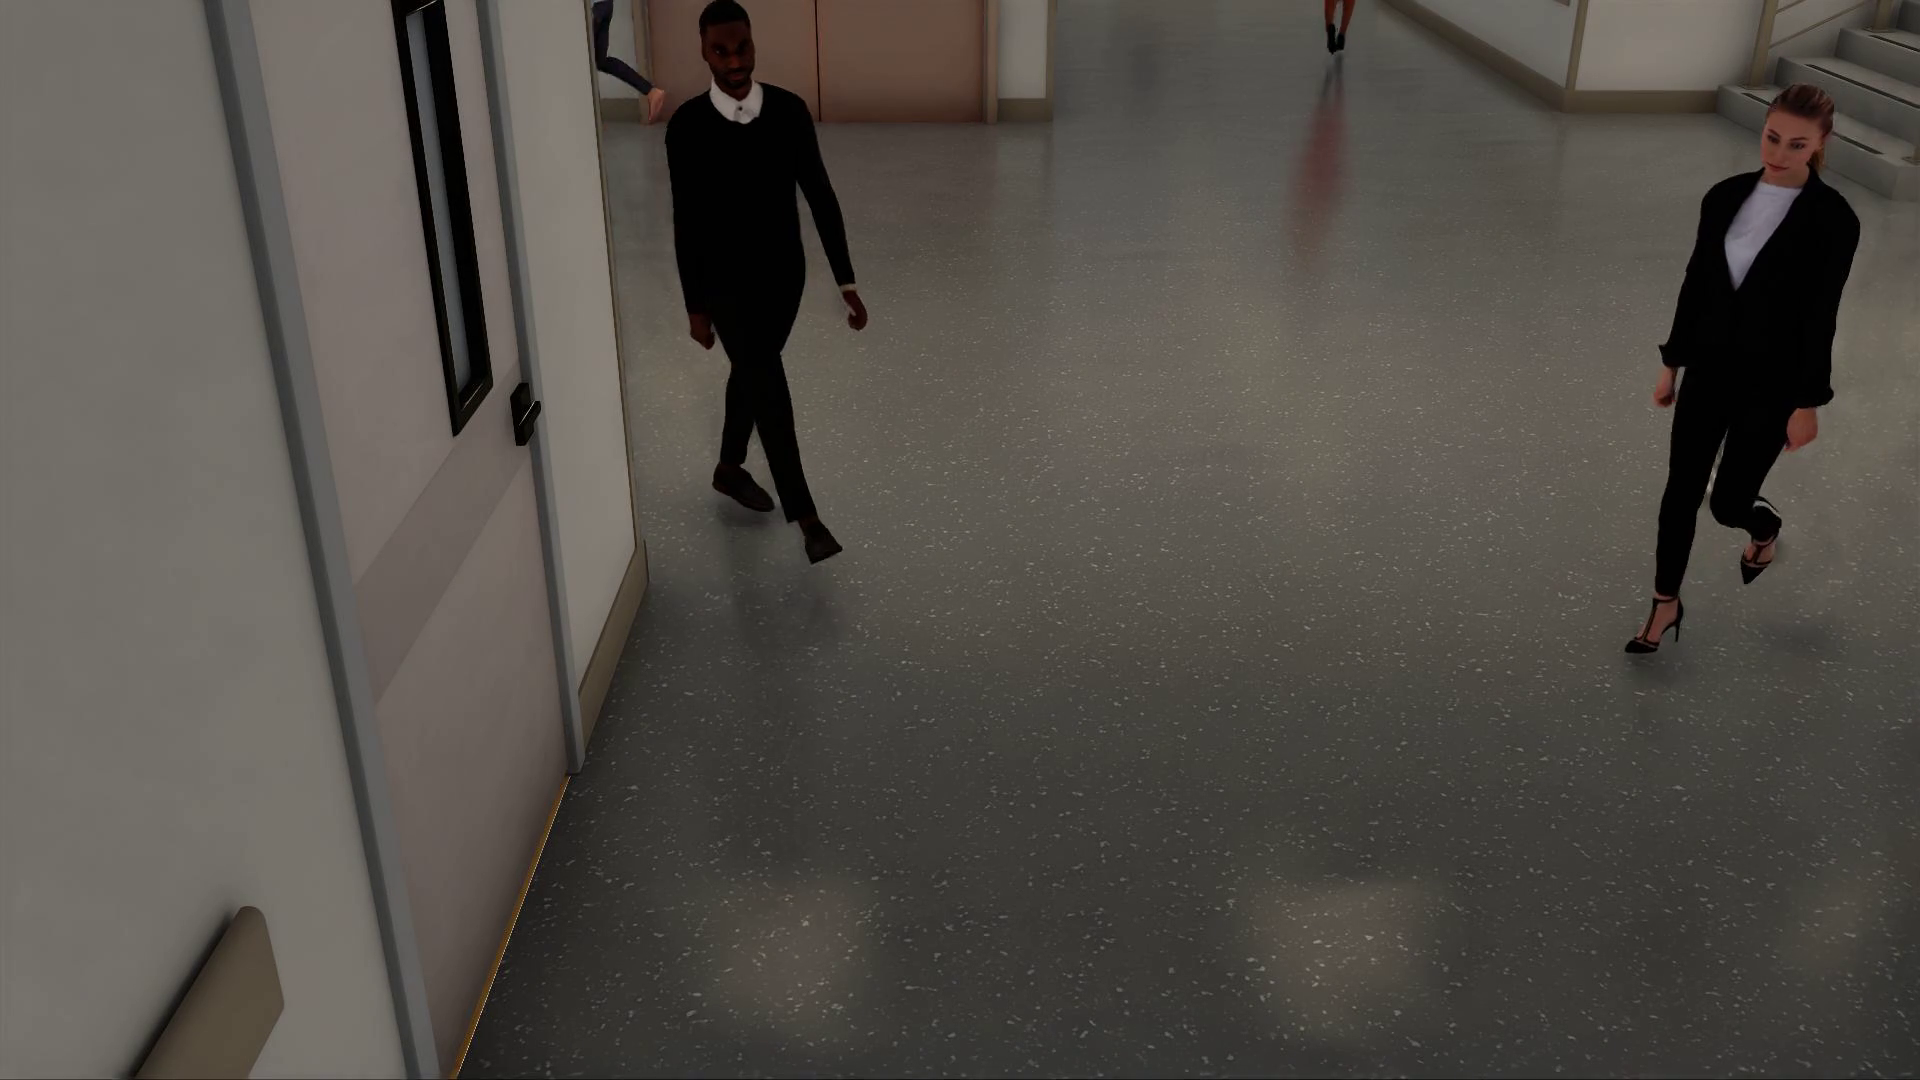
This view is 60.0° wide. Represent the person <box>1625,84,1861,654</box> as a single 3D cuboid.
[{"bbox_3d":[2.240,-0.419,4.651,0.973,1.682,0.894,-13,29,-26],"label":"person"}]

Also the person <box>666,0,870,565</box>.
[{"bbox_3d":[-0.723,-0.834,5.433,1.240,1.750,1.180,-18,31,-33],"label":"person"}]
